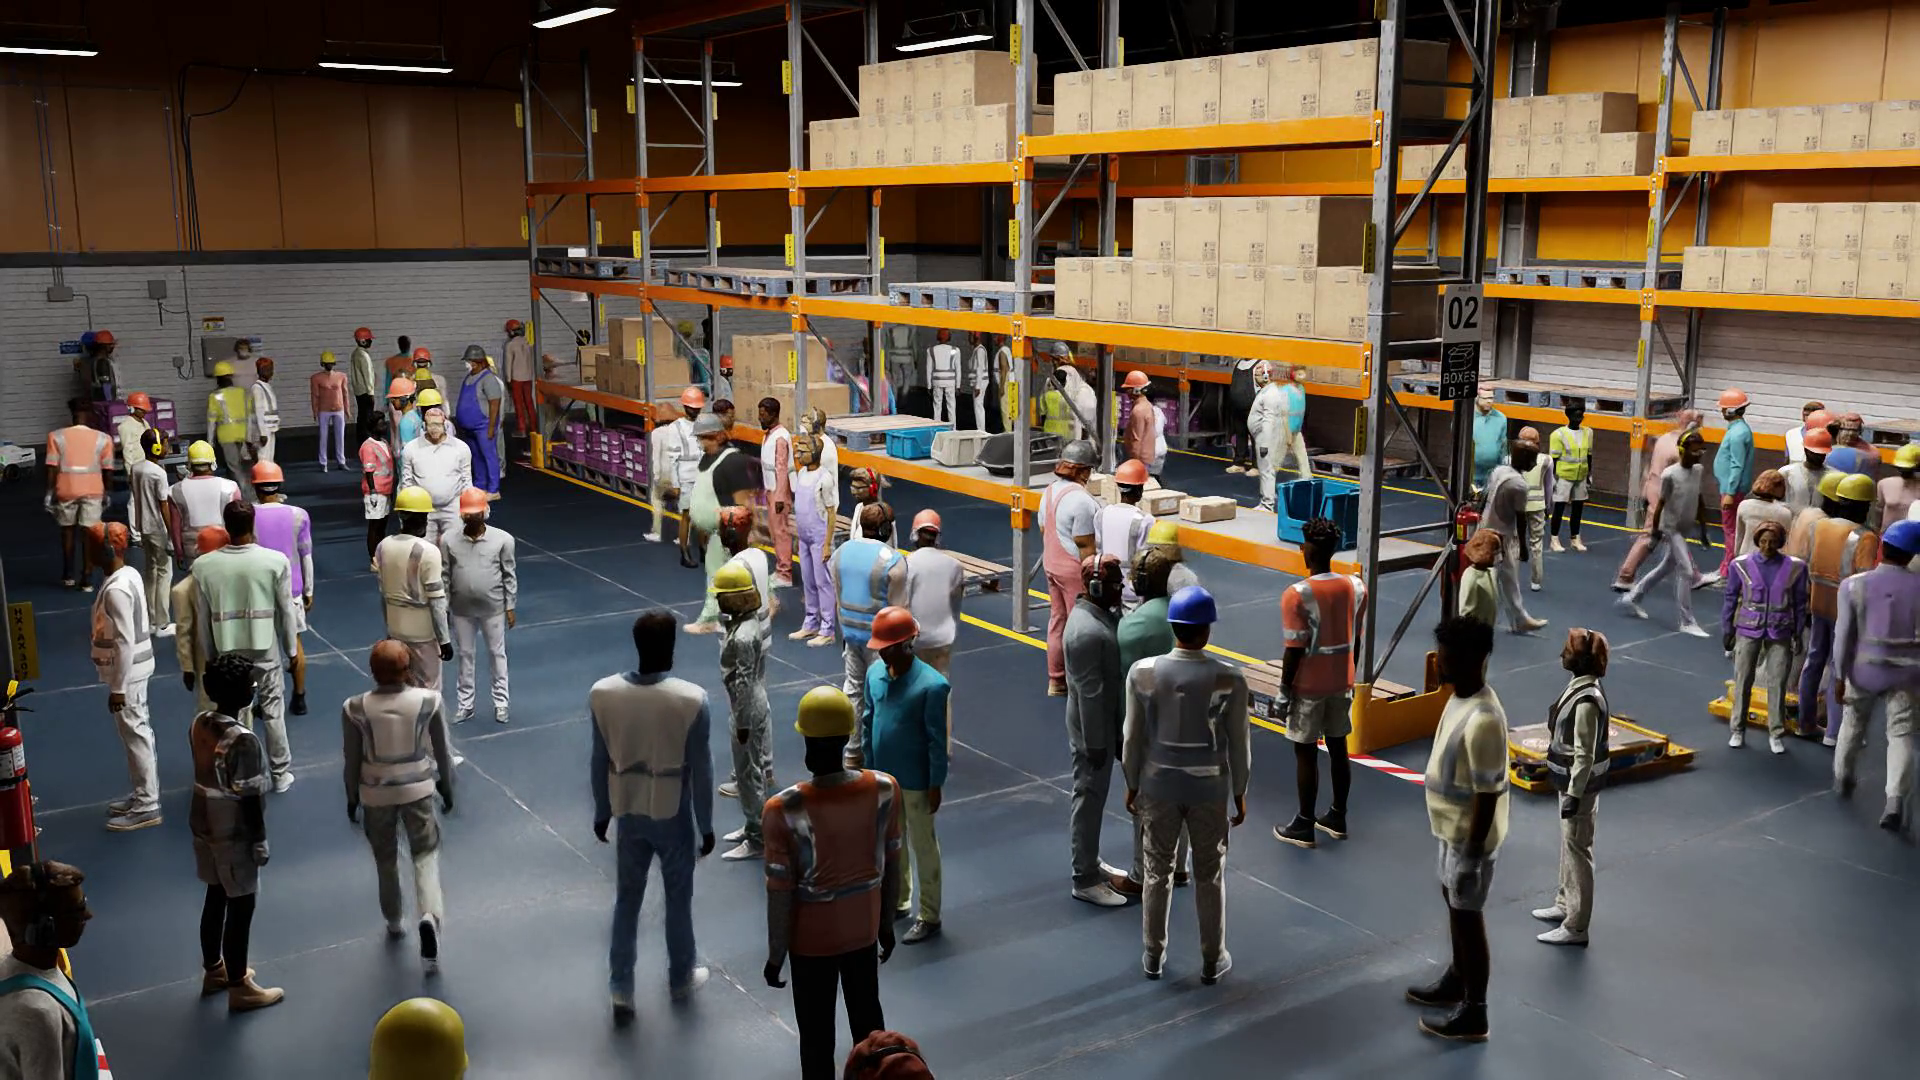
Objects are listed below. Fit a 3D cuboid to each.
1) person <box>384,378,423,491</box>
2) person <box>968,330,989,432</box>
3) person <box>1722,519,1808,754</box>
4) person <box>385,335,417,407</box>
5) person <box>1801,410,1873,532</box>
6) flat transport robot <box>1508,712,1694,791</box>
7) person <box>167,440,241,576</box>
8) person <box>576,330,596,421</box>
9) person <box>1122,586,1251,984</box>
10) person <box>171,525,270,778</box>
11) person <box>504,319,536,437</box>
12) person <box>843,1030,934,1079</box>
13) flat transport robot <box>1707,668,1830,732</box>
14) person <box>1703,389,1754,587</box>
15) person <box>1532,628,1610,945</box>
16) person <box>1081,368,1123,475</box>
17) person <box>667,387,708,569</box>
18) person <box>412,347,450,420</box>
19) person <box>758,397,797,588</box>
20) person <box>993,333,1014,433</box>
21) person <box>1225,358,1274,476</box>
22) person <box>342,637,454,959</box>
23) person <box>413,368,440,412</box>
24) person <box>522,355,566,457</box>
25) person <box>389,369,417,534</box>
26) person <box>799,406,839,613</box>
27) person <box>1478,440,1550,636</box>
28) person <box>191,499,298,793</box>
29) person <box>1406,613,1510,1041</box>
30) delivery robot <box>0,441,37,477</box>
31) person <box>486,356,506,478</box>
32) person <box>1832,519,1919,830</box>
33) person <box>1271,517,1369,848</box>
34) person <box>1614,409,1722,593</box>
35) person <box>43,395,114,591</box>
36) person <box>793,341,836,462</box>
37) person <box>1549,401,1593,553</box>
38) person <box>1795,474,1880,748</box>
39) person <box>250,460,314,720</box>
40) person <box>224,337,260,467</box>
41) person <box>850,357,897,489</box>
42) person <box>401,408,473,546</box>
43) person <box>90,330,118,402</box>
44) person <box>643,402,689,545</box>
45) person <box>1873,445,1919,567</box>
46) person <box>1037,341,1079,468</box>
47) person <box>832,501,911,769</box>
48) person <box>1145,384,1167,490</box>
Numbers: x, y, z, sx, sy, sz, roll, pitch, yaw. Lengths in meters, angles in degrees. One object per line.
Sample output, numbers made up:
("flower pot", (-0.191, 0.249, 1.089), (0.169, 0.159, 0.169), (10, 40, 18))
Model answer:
("person", (-5.720, -0.668, 17.296), (0.406, 2.036, 0.606), (-1, 11, -5))
("person", (0.290, -2.543, 27.293), (0.359, 1.879, 0.586), (-1, 11, -5))
("person", (5.569, 0.658, 11.540), (0.527, 1.631, 0.313), (4, 12, 22))
("person", (-8.458, -2.164, 25.333), (0.643, 1.890, 0.575), (0, 11, 2))
("person", (7.698, -0.162, 14.824), (0.695, 1.983, 0.893), (-3, 11, -14))
("flat transport robot", (4.159, 1.409, 11.183), (1.431, 0.197, 0.652), (-5, 12, -24))
("person", (-6.310, 0.072, 14.010), (0.590, 1.836, 0.404), (-4, 12, -18))
("person", (-6.064, -2.491, 27.080), (0.327, 1.861, 0.500), (-3, 11, -15))
("person", (1.093, 1.182, 8.045), (0.615, 1.943, 0.399), (3, 11, 14))
("person", (-4.763, 0.758, 10.762), (0.391, 1.738, 0.567), (7, 13, 33))
("person", (-7.407, -2.708, 27.894), (0.434, 1.977, 0.608), (7, 13, 32))
("person", (-0.188, 2.025, 3.882), (0.573, 1.887, 0.355), (-7, 13, -33))
("flat transport robot", (6.273, 1.144, 12.540), (1.431, 0.197, 0.652), (-10, 15, -42))
("person", (7.697, -0.517, 16.631), (0.392, 1.989, 0.610), (5, 12, 26))
("person", (3.144, 1.246, 8.493), (0.307, 1.645, 0.514), (3, 11, 15))
("person", (1.652, -1.105, 19.755), (0.503, 1.939, 0.613), (9, 14, 40))
("person", (-2.798, -0.660, 17.533), (0.552, 1.925, 0.387), (-11, 15, -43))
("person", (-7.016, -1.532, 21.851), (0.613, 1.984, 0.409), (-3, 11, -14))
("person", (-1.830, -0.480, 16.663), (0.410, 1.908, 0.598), (-3, 12, -17))
("person", (0.729, -2.568, 27.532), (0.386, 1.838, 0.566), (0, 11, 1))
("person", (4.091, -1.935, 23.757), (0.539, 2.000, 0.688), (-8, 13, -34))
("person", (-2.809, 1.290, 8.351), (0.534, 1.611, 0.703), (-4, 12, -19))
("person", (-6.914, -1.361, 21.612), (0.320, 1.738, 0.487), (3, 11, 14))
("person", (-6.300, -2.058, 25.555), (0.892, 1.577, 0.509), (-5, 12, -23))
("person", (-6.422, -1.019, 19.324), (0.361, 1.939, 0.635), (-3, 11, -15))
("person", (-1.313, -0.289, 15.594), (0.355, 1.937, 0.635), (-3, 11, -15))
("person", (4.760, -0.002, 14.539), (0.818, 1.779, 0.561), (0, 11, -1))
("person", (-4.546, 0.696, 10.624), (0.589, 1.912, 0.393), (-2, 11, -13))
("person", (2.269, 1.282, 7.495), (0.368, 1.960, 0.622), (2, 11, 9))
("delivery robot", (-13.310, -1.147, 23.295), (0.477, 0.478, 0.707), (2, 11, 9))
("person", (-6.641, -1.730, 23.468), (0.487, 1.744, 0.312), (5, 12, 24))
("person", (5.673, 0.793, 10.216), (0.579, 1.876, 0.958), (6, 13, 28))
("person", (2.105, 0.833, 9.780), (0.600, 1.967, 0.369), (-6, 13, -29))
("person", (6.958, -0.365, 16.265), (1.052, 1.843, 0.685), (2, 11, 9))
("person", (-8.775, -0.472, 16.583), (0.670, 1.916, 0.733), (-6, 12, -27))
("person", (-2.007, -2.075, 24.871), (0.993, 1.895, 0.544), (-3, 12, -17))
("person", (6.717, -0.694, 18.315), (0.538, 1.686, 0.319), (-3, 11, -15))
("person", (6.161, 0.489, 11.640), (0.384, 1.924, 0.594), (-3, 12, -17))
("person", (-5.060, 0.367, 12.286), (0.549, 1.924, 0.391), (-8, 14, -35))
("person", (-10.648, -2.079, 24.813), (0.638, 1.921, 0.702), (-6, 12, -27))
("person", (-1.197, -1.636, 22.871), (0.630, 1.804, 0.949), (-9, 14, -39))
("person", (-4.916, -0.291, 15.682), (0.643, 1.911, 0.411), (-3, 11, -16))
("person", (-12.460, -2.040, 24.318), (0.406, 2.034, 0.611), (-8, 14, -35))
("person", (-3.344, -0.752, 18.817), (0.736, 1.604, 0.532), (9, 14, 40))
("person", (8.137, 0.040, 14.414), (0.721, 1.737, 0.529), (-11, 15, -43))
("person", (1.290, -1.636, 22.224), (0.537, 2.000, 0.683), (5, 12, 24))
("person", (-0.561, 0.657, 11.039), (0.629, 1.837, 0.430), (9, 15, 40))
("person", (2.312, -1.058, 20.199), (0.377, 1.673, 0.587), (7, 13, 32))
